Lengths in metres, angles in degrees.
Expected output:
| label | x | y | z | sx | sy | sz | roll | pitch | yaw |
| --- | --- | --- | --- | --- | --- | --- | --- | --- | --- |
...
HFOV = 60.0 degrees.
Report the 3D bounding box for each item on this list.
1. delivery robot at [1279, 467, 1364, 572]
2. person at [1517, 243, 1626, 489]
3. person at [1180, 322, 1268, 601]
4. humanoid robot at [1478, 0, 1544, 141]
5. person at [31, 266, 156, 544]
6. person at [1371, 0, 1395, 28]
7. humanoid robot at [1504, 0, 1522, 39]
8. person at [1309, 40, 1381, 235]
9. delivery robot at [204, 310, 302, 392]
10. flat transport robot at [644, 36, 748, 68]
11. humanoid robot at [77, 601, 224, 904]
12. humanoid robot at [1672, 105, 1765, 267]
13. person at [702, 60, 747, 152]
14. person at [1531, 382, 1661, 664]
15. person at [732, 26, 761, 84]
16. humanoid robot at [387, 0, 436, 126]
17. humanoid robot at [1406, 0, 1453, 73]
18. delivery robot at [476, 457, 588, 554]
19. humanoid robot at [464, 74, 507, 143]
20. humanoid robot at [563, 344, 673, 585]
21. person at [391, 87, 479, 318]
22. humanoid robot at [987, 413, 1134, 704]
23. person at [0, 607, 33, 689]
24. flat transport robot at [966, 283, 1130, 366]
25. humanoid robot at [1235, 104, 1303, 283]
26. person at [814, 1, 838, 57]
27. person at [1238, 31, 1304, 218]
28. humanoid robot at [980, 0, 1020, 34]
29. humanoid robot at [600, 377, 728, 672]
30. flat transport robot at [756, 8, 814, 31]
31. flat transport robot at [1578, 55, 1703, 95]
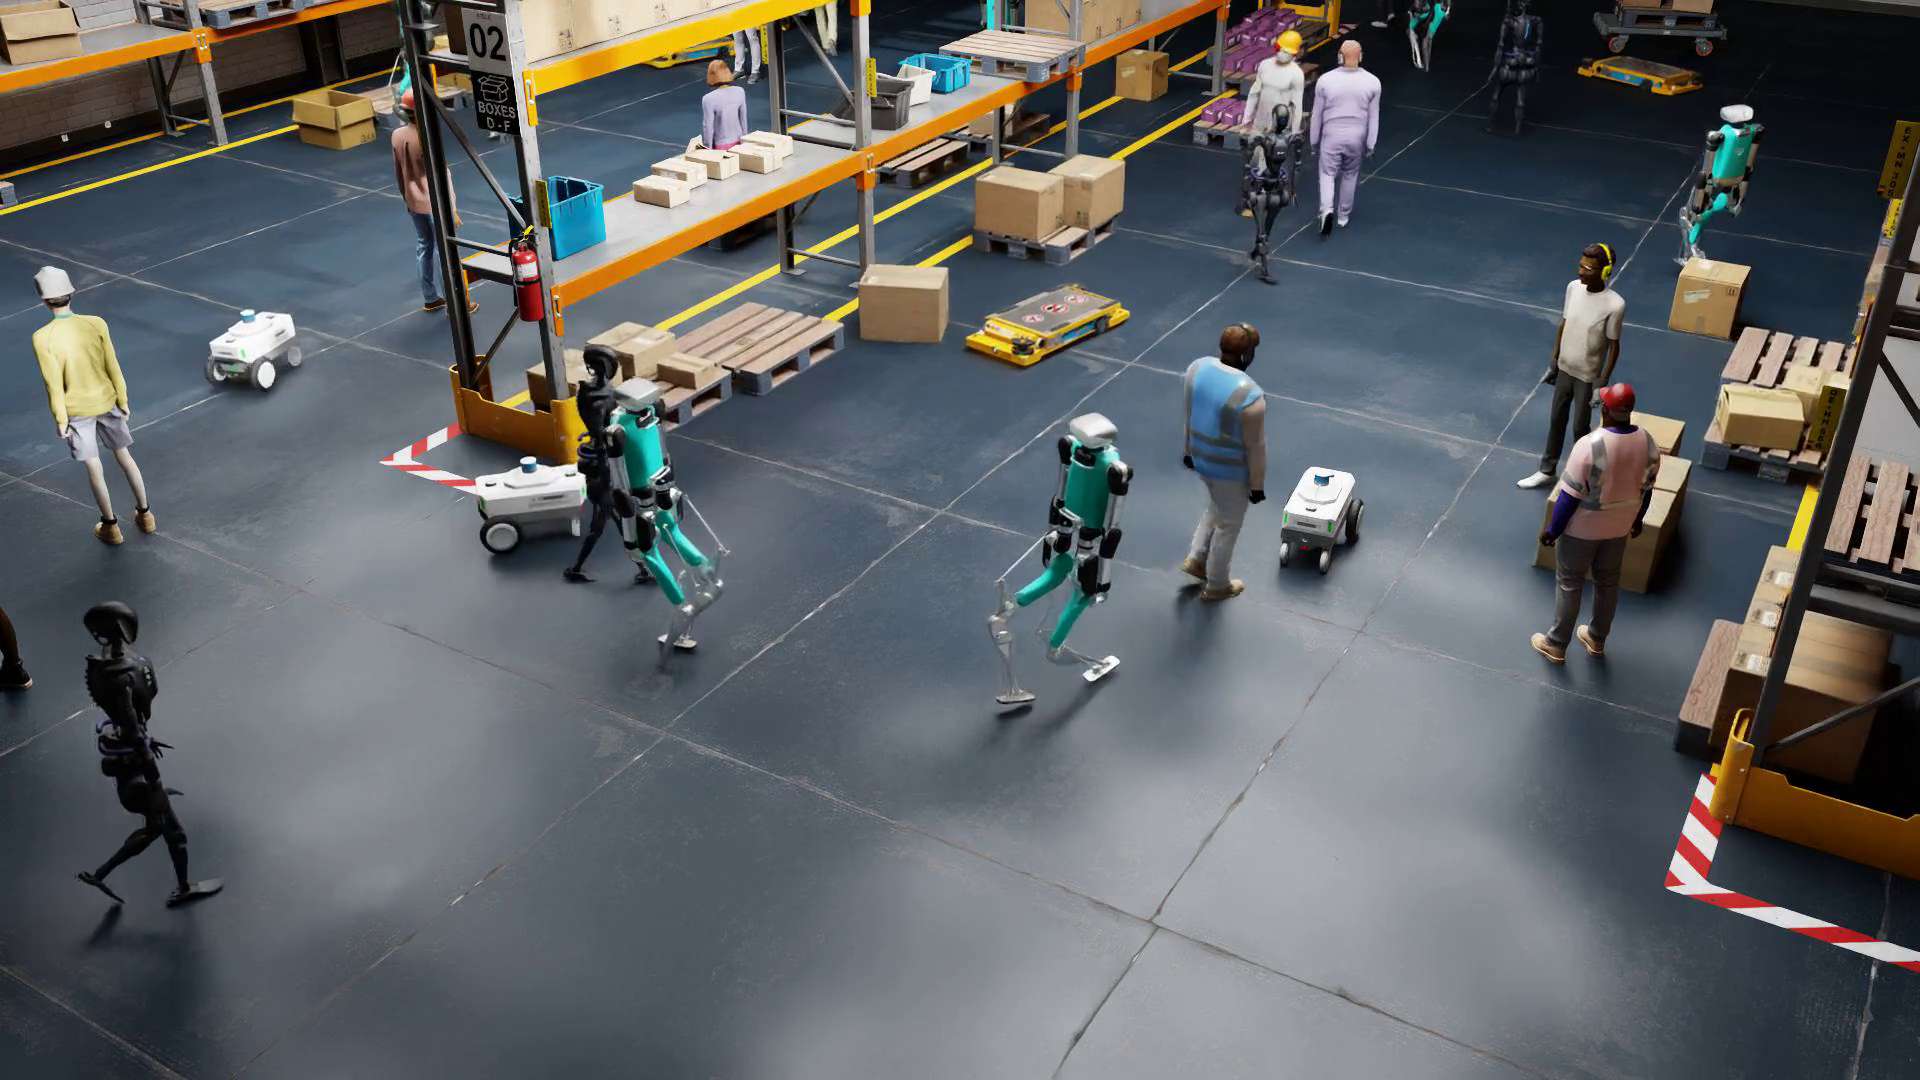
| label | x | y | z | sx | sy | sz | roll | pitch | yaw |
| --- | --- | --- | --- | --- | --- | --- | --- | --- | --- |
| delivery robot | 2.367 | -0.182 | 10.986 | 0.499 | 0.607 | 0.808 | 12 | 32 | 20 |
| person | 4.197 | -1.124 | 11.305 | 0.328 | 1.871 | 0.509 | -14 | 32 | -23 |
| person | 1.638 | -0.464 | 10.179 | 0.463 | 1.827 | 0.657 | -17 | 34 | -28 |
| humanoid robot | 6.425 | -5.513 | 19.280 | 0.612 | 1.634 | 0.656 | -6 | 30 | -10 |
| person | -5.663 | -0.866 | 10.830 | 0.400 | 1.887 | 0.487 | 26 | 38 | 38 |
| person | 6.136 | -8.388 | 24.207 | 0.577 | 1.818 | 0.450 | -21 | 35 | -32 |
| humanoid robot | 7.982 | -8.058 | 23.791 | 0.601 | 1.633 | 0.664 | 6 | 30 | 10 |
| person | 3.737 | -3.908 | 16.222 | 0.652 | 1.868 | 0.779 | 5 | 30 | 8 |
| delivery robot | -5.683 | -1.560 | 13.400 | 0.499 | 0.585 | 0.775 | 8 | 30 | 13 |
| flat transport robot | -3.695 | -6.745 | 22.873 | 1.431 | 0.231 | 0.659 | -22 | 36 | -34 |
| humanoid robot | -3.899 | 1.040 | 7.684 | 0.571 | 1.622 | 0.602 | -15 | 33 | -25 |
| humanoid robot | 6.680 | -3.090 | 14.959 | 0.583 | 1.767 | 1.015 | -7 | 30 | -13 |
| person | -2.328 | -3.943 | 16.539 | 0.500 | 1.628 | 0.283 | -22 | 36 | -34 |
| person | 3.658 | -0.093 | 9.598 | 0.622 | 1.751 | 0.420 | -7 | 30 | -12 |
| person | -2.795 | -6.911 | 21.460 | 0.491 | 1.951 | 0.422 | 16 | 33 | 26 |
| humanoid robot | -6.279 | -5.356 | 18.896 | 0.530 | 1.773 | 0.694 | 18 | 34 | 29 |
| humanoid robot | 6.168 | -7.016 | 21.933 | 0.535 | 1.857 | 0.742 | -4 | 30 | -7 |
| delivery robot | -2.885 | -0.261 | 11.127 | 0.781 | 0.609 | 0.517 | -8 | 30 | -14 |
| humanoid robot | -5.347 | -5.408 | 19.063 | 0.555 | 1.833 | 0.714 | 17 | 34 | 27 |
| humanoid robot | -2.207 | -0.451 | 10.350 | 0.711 | 1.639 | 0.617 | -4 | 30 | -7 |
| person | -4.547 | -2.900 | 14.321 | 0.623 | 1.990 | 0.392 | 18 | 34 | 29 |
| humanoid robot | 0.495 | 0.196 | 9.150 | 1.029 | 1.750 | 0.532 | -19 | 35 | -30 |
| person | -5.572 | 0.073 | 9.102 | 0.374 | 1.958 | 0.606 | 6 | 30 | 10 |
| flat transport robot | 0.765 | -1.855 | 14.224 | 0.659 | 0.231 | 1.431 | 24 | 37 | 36 |
| humanoid robot | 2.819 | -3.203 | 15.240 | 0.607 | 1.632 | 0.760 | -7 | 30 | -12 |
| person | -1.880 | -7.474 | 22.699 | 0.599 | 1.700 | 0.694 | -5 | 30 | -8 |
| person | 3.146 | -4.215 | 16.802 | 0.754 | 1.850 | 0.590 | -26 | 38 | -37 |
| humanoid robot | 0.594 | -5.864 | 19.693 | 0.533 | 1.672 | 0.735 | 20 | 35 | 31 |
| humanoid robot | -1.624 | -0.041 | 9.561 | 0.658 | 1.834 | 0.543 | 11 | 31 | 19 |
| flat transport robot | -2.753 | -7.816 | 24.768 | 0.659 | 0.231 | 1.431 | 4 | 30 | 7 |
| flat transport robot | 8.863 | -6.059 | 21.660 | 0.659 | 0.231 | 1.431 | -19 | 34 | -30 |
